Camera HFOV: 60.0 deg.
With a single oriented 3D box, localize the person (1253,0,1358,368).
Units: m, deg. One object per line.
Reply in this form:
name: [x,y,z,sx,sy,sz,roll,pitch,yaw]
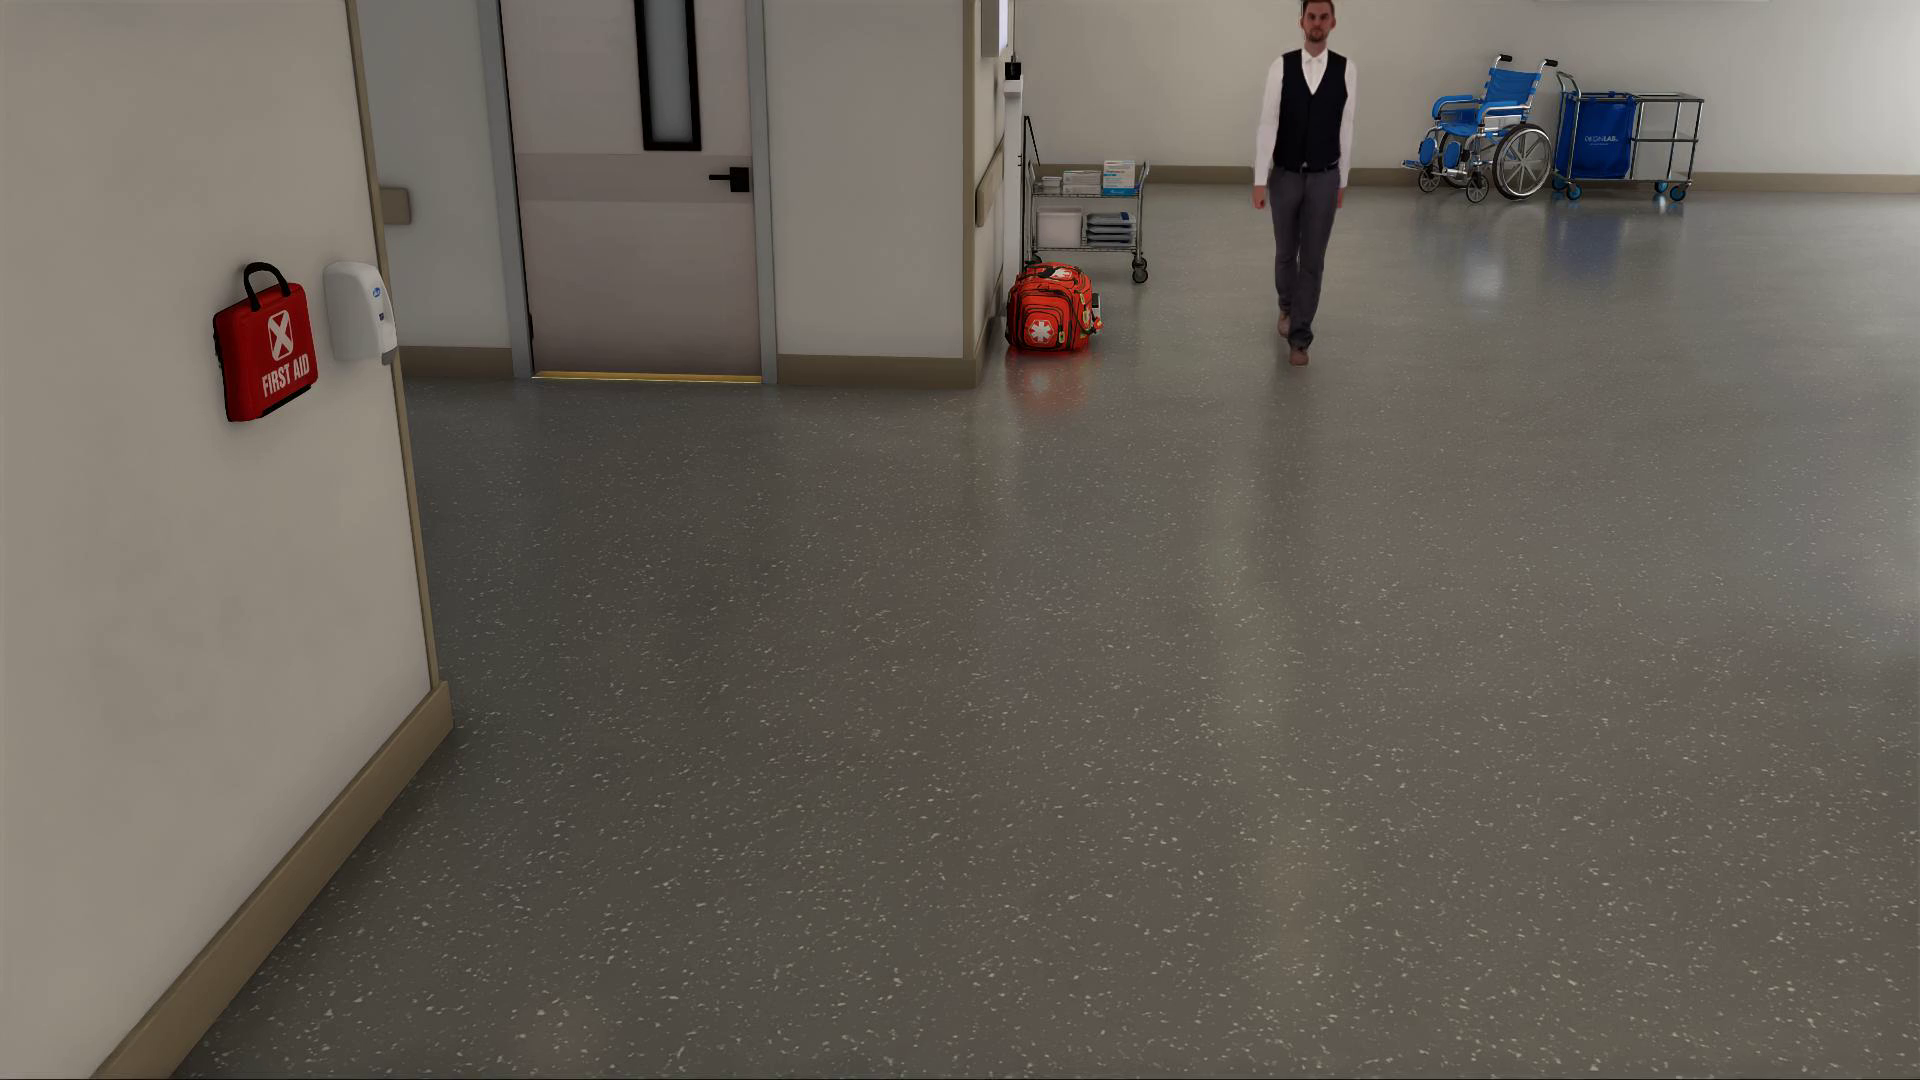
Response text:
person: [1.871,-1.972,9.097,0.765,1.897,1.284,4,21,11]
